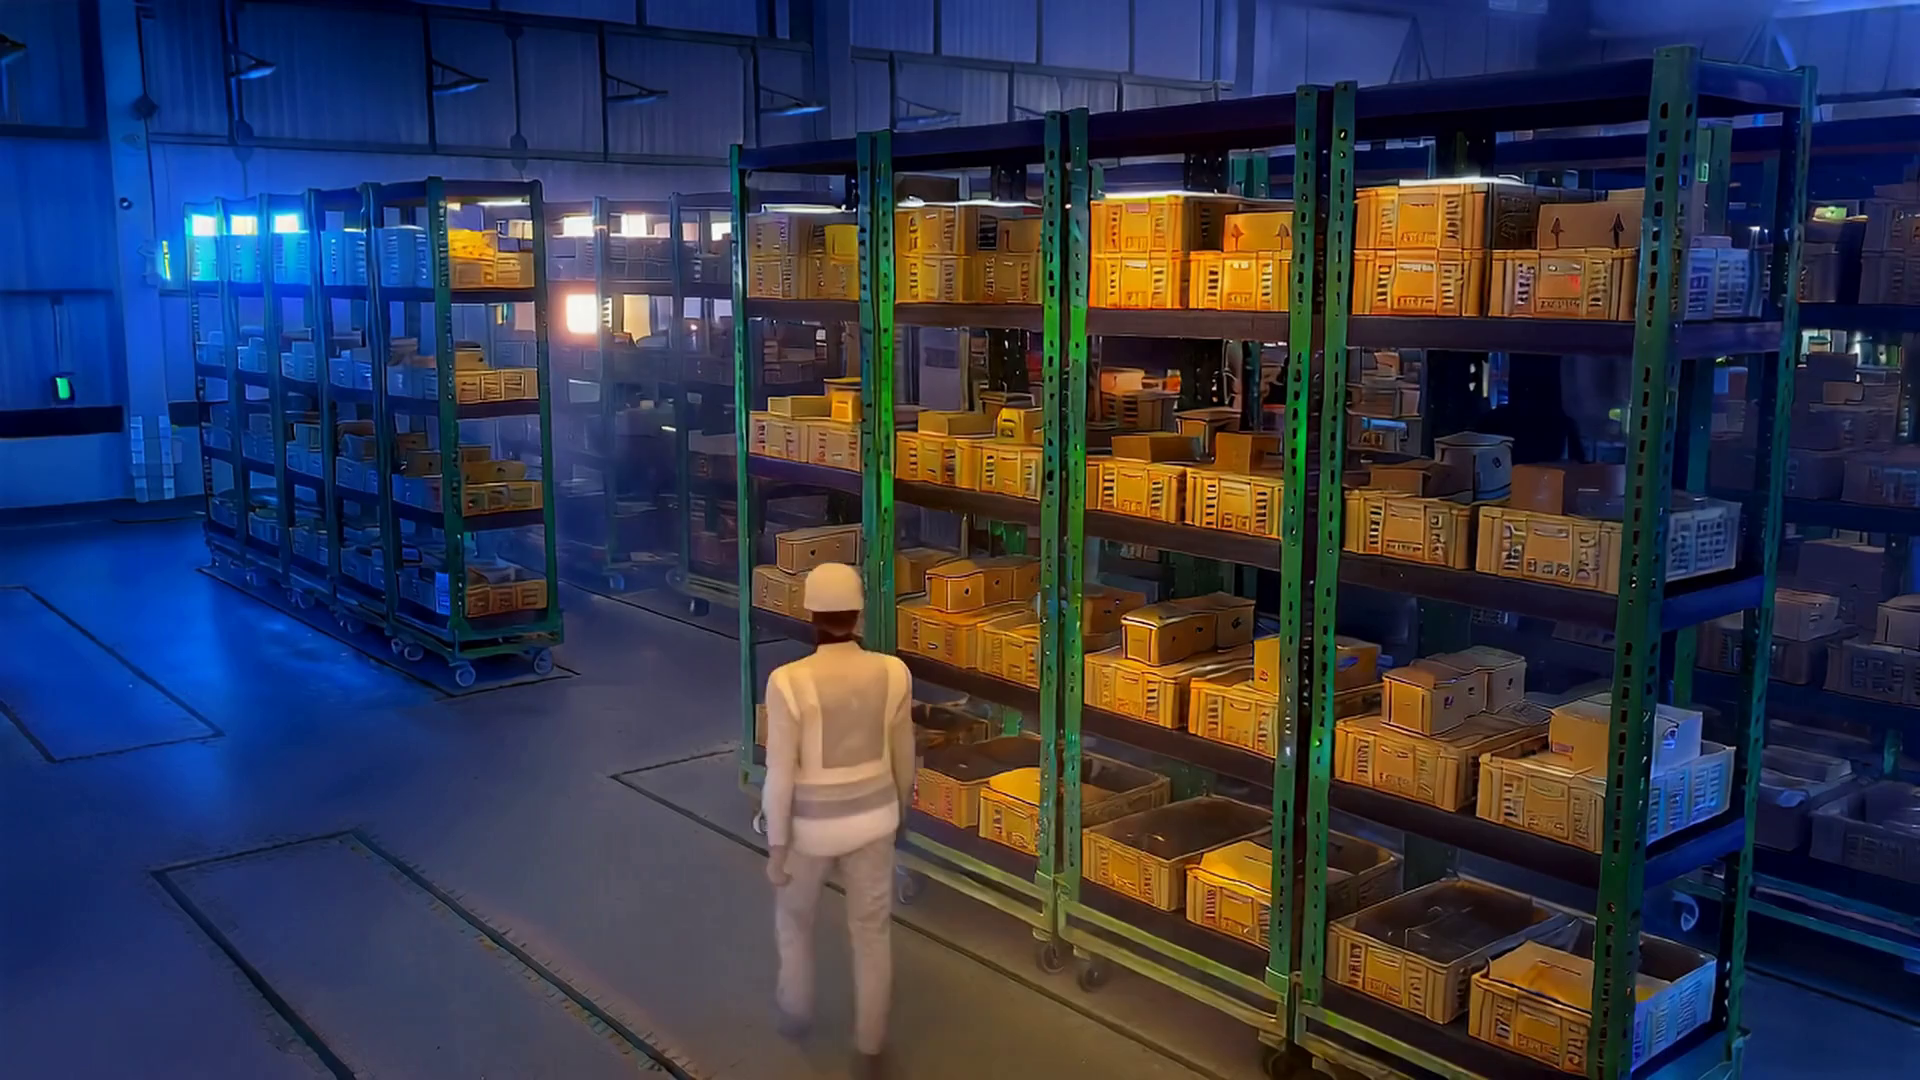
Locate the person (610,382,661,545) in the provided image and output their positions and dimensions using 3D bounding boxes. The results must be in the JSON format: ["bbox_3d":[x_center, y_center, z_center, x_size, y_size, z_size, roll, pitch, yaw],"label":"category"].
[{"bbox_3d":[-3.395,-0.790,17.513,0.585,1.823,0.593,8,12,40],"label":"person"}]

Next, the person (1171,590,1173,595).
[{"bbox_3d":[2.172,-0.347,14.930,0.626,1.788,0.890,9,13,43],"label":"person"}]

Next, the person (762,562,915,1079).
[{"bbox_3d":[-0.491,1.027,6.273,0.656,1.914,0.836,-5,11,-27],"label":"person"}]
